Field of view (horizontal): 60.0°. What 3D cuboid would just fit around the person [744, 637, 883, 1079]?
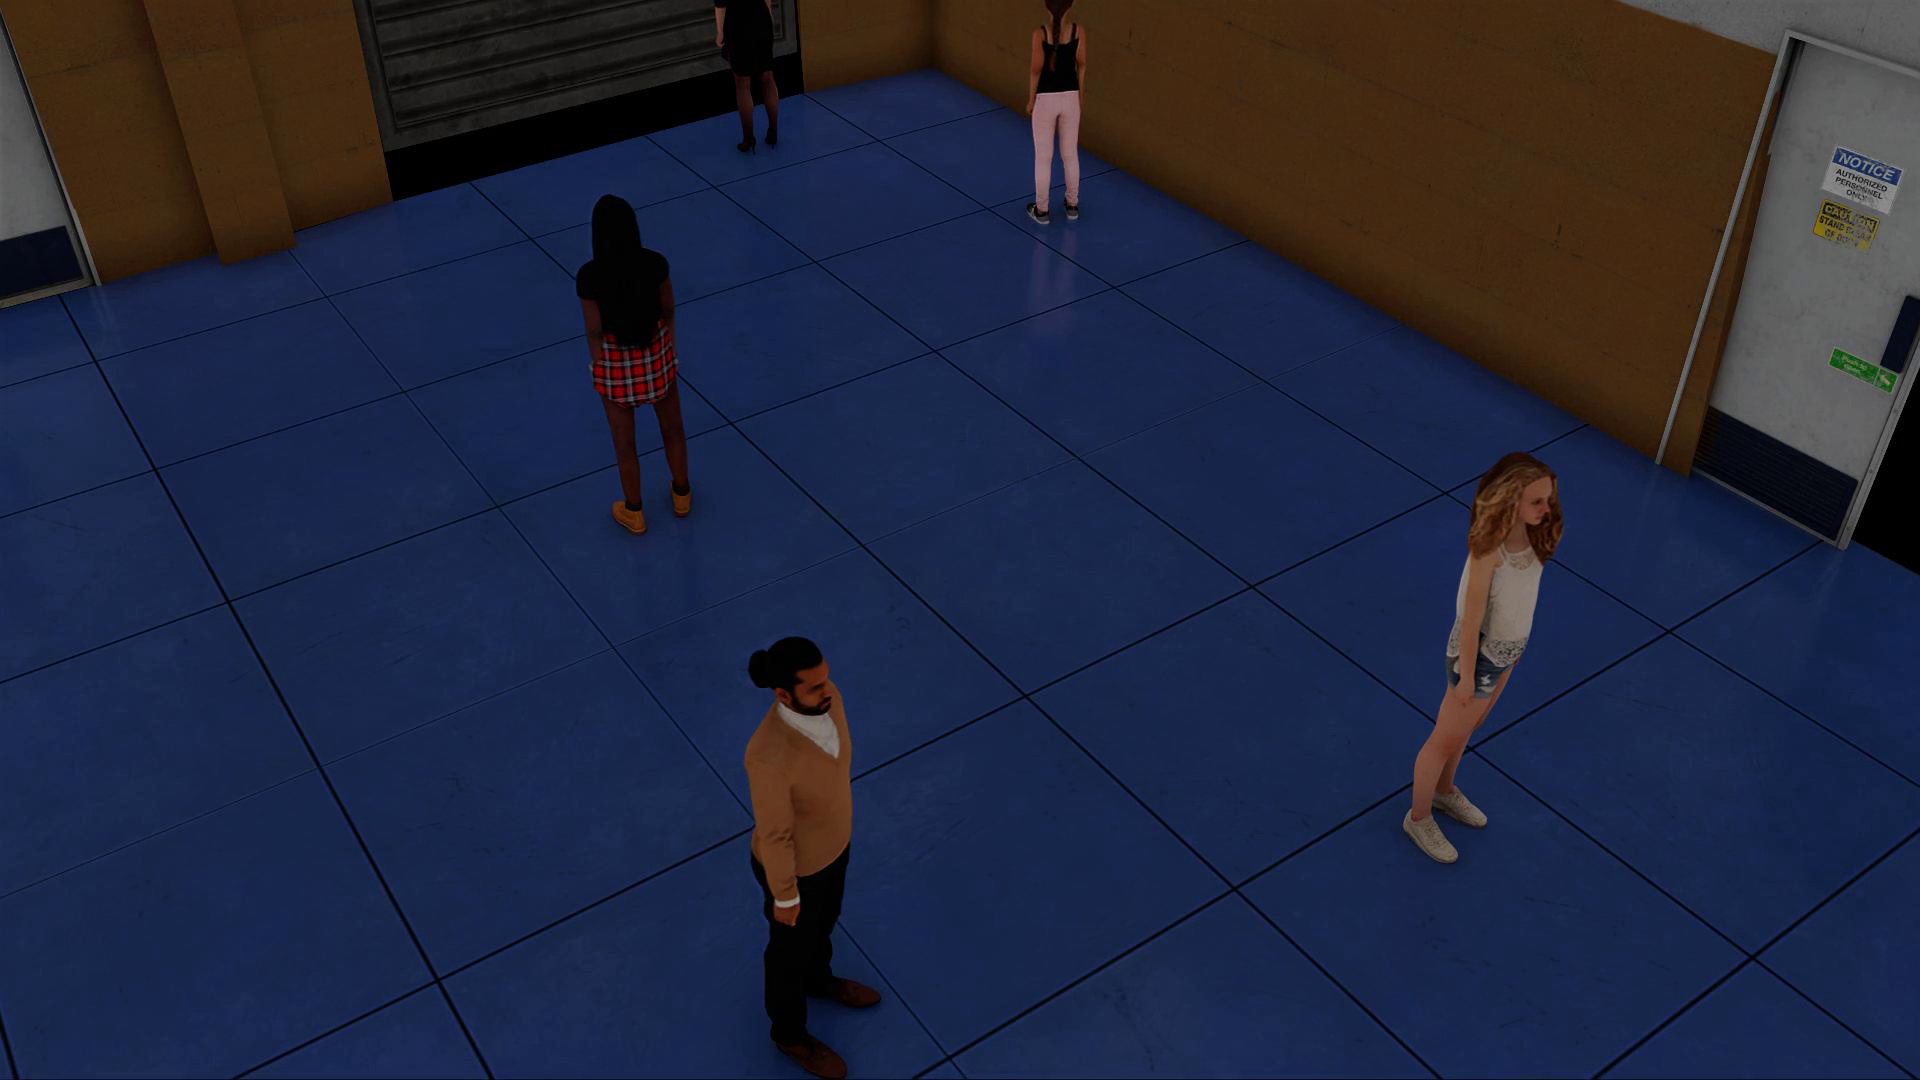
[{"bbox_3d":[-0.496,0.998,5.357,0.812,1.754,0.715,12,39,15],"label":"person"}]

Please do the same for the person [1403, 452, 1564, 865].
[{"bbox_3d":[1.901,0.425,6.116,0.672,1.759,0.527,29,45,33],"label":"person"}]

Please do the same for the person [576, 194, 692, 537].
[{"bbox_3d":[-1.519,-0.813,7.790,0.539,1.729,0.670,-20,41,-25],"label":"person"}]

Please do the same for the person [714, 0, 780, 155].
[{"bbox_3d":[-1.449,-3.469,11.334,0.463,1.706,0.663,-19,41,-24],"label":"person"}]

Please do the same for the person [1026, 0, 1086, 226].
[{"bbox_3d":[0.610,-2.769,10.533,0.548,1.564,0.662,-9,38,-11],"label":"person"}]
